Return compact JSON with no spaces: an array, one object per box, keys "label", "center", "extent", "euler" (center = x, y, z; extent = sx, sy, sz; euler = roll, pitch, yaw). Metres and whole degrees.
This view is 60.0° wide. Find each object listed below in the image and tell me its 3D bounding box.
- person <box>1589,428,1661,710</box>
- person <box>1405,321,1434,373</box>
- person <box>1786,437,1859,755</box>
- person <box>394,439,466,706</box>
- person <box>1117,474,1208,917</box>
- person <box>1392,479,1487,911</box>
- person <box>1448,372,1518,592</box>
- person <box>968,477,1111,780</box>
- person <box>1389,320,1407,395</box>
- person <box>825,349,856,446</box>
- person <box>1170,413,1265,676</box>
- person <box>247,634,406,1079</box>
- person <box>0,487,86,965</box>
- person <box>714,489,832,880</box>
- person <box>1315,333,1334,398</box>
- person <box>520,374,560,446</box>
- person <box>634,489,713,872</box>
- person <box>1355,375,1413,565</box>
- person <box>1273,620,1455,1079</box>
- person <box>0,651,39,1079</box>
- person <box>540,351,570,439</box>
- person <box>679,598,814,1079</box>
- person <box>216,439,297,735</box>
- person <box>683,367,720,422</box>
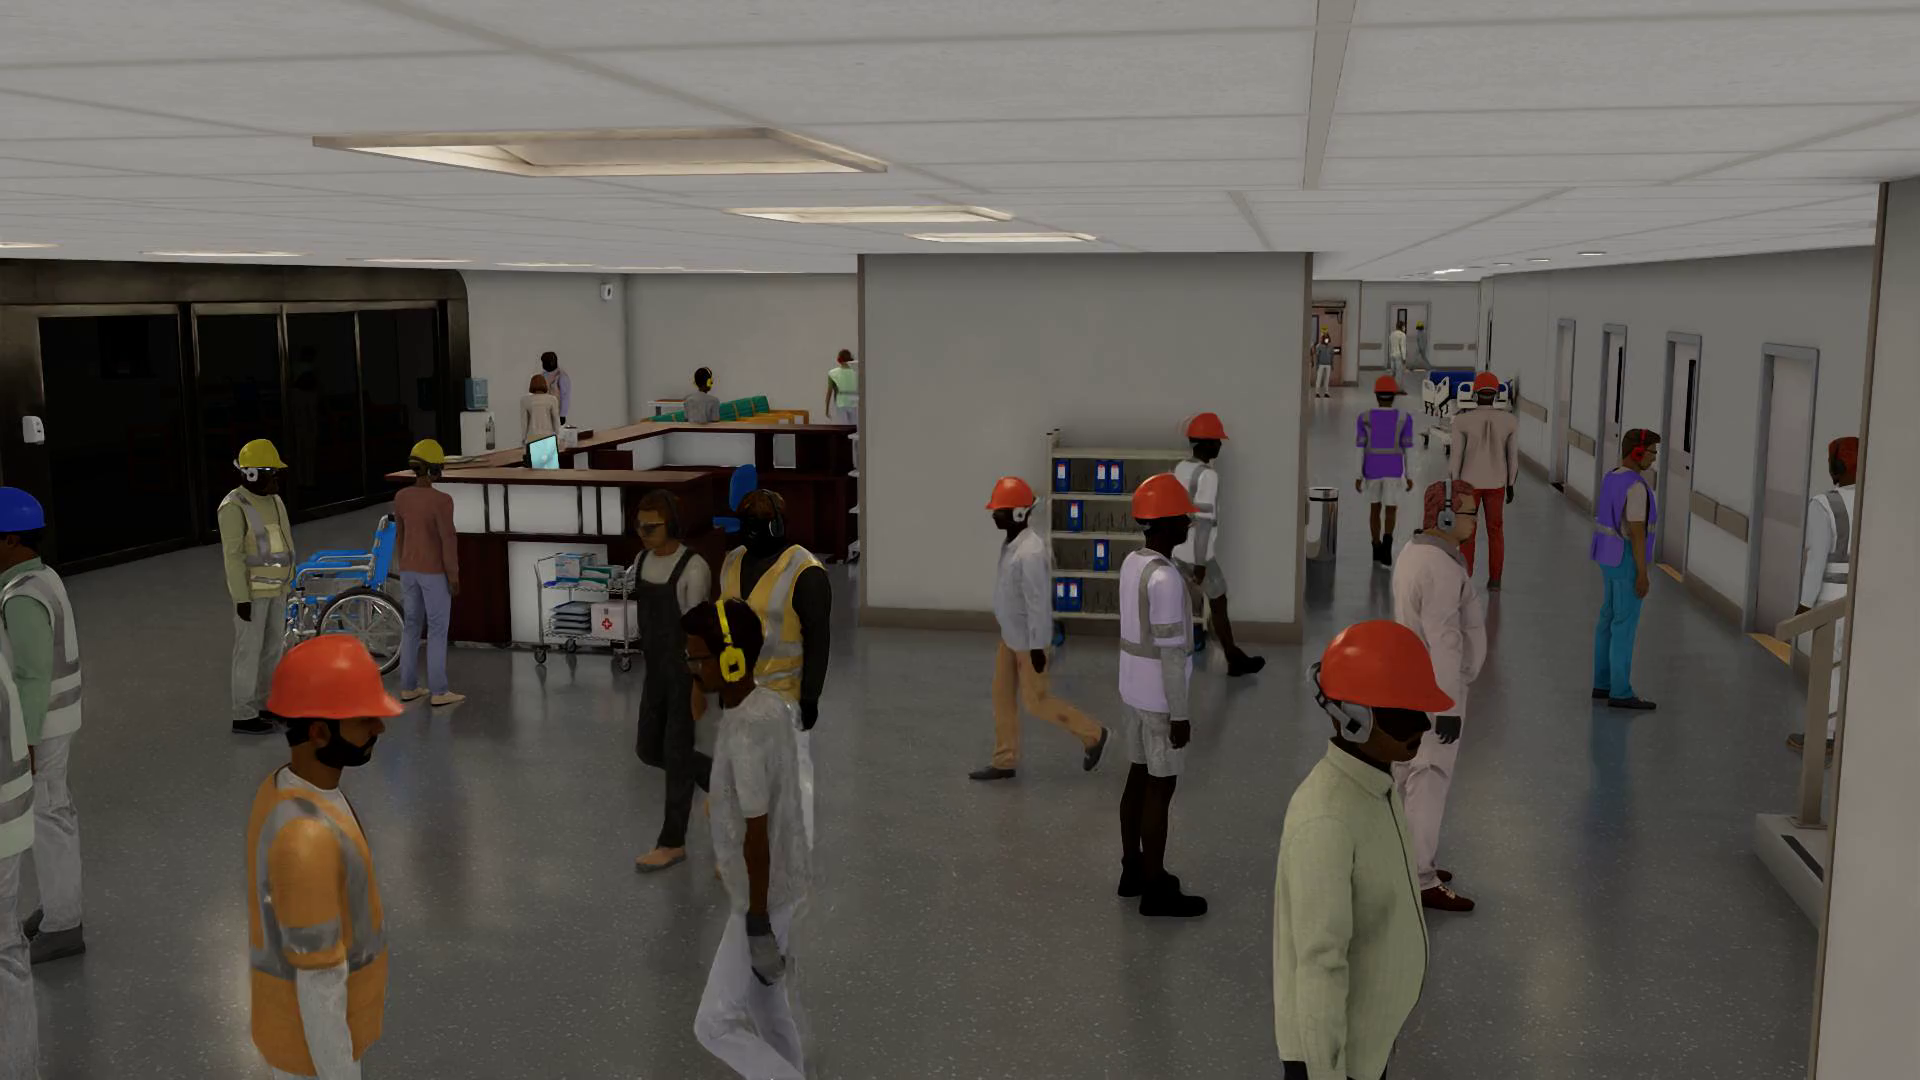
[{"label":"person","center":[4.365,0.183,10.946],"extent":[0.389,1.837,0.563],"euler":[0,9,1]},{"label":"person","center":[15.069,-6.280,54.280],"extent":[0.894,1.702,0.499],"euler":[4,10,26]},{"label":"person","center":[5.200,0.327,9.825],"extent":[0.575,1.885,0.355],"euler":[-3,9,-18]},{"label":"person","center":[-3.513,0.213,11.020],"extent":[0.522,1.759,0.349],"euler":[5,10,29]},{"label":"person","center":[0.879,0.676,7.319],"extent":[0.347,1.943,0.544],"euler":[-2,9,-15]},{"label":"person","center":[2.142,0.675,7.442],"extent":[0.401,1.907,0.648],"euler":[0,9,3]},{"label":"person","center":[4.731,-0.521,15.082],"extent":[0.622,1.993,0.384],"euler":[0,9,0]},{"label":"person","center":[0.439,0.500,9.227],"extent":[0.723,1.726,0.577],"euler":[-2,9,-13]},{"label":"person","center":[11.387,-4.732,43.239],"extent":[0.373,1.936,0.627],"euler":[-3,9,-21]},{"label":"person","center":[-1.811,-2.057,25.899],"extent":[0.581,1.797,0.953],"euler":[-3,9,-21]},{"label":"person","center":[1.660,0.053,11.655],"extent":[0.999,1.887,0.584],"euler":[-3,9,-19]},{"label":"person","center":[-1.510,1.178,4.037],"extent":[0.386,1.930,0.543],"euler":[-4,9,-24]},{"label":"person","center":[-3.803,0.749,6.817],"extent":[0.384,1.949,0.605],"euler":[-4,10,-27]},{"label":"person","center":[-0.887,0.683,7.612],"extent":[0.633,1.842,0.429],"euler":[7,11,37]},{"label":"person","center":[9.240,-4.417,42.133],"extent":[0.501,1.633,0.282],"euler":[-2,9,-10]},{"label":"person","center":[-5.508,-1.359,21.847],"extent":[0.498,1.633,0.284],"euler":[-1,9,-9]},{"label":"person","center":[-1.312,0.637,7.956],"extent":[0.509,1.819,0.626],"euler":[7,11,38]},{"label":"person","center":[4.212,-0.690,16.550],"extent":[0.562,1.901,0.819],"euler":[3,9,20]},{"label":"person","center":[0.925,1.163,3.912],"extent":[0.396,1.992,0.623],"euler":[4,9,22]},{"label":"person","center":[-3.201,0.966,5.372],"extent":[0.391,1.949,0.602],"euler":[-5,10,-29]},{"label":"person","center":[-5.999,-1.852,24.457],"extent":[0.621,1.838,0.429],"euler":[7,11,39]},{"label":"person","center":[-0.593,1.076,4.994],"extent":[0.429,1.846,0.559],"euler":[1,9,5]},{"label":"person","center":[-4.321,0.288,10.307],"extent":[0.403,1.827,0.590],"euler":[1,9,7]},{"label":"person","center":[-2.940,-1.042,19.024],"extent":[0.506,1.861,0.329],"euler":[4,10,26]}]
